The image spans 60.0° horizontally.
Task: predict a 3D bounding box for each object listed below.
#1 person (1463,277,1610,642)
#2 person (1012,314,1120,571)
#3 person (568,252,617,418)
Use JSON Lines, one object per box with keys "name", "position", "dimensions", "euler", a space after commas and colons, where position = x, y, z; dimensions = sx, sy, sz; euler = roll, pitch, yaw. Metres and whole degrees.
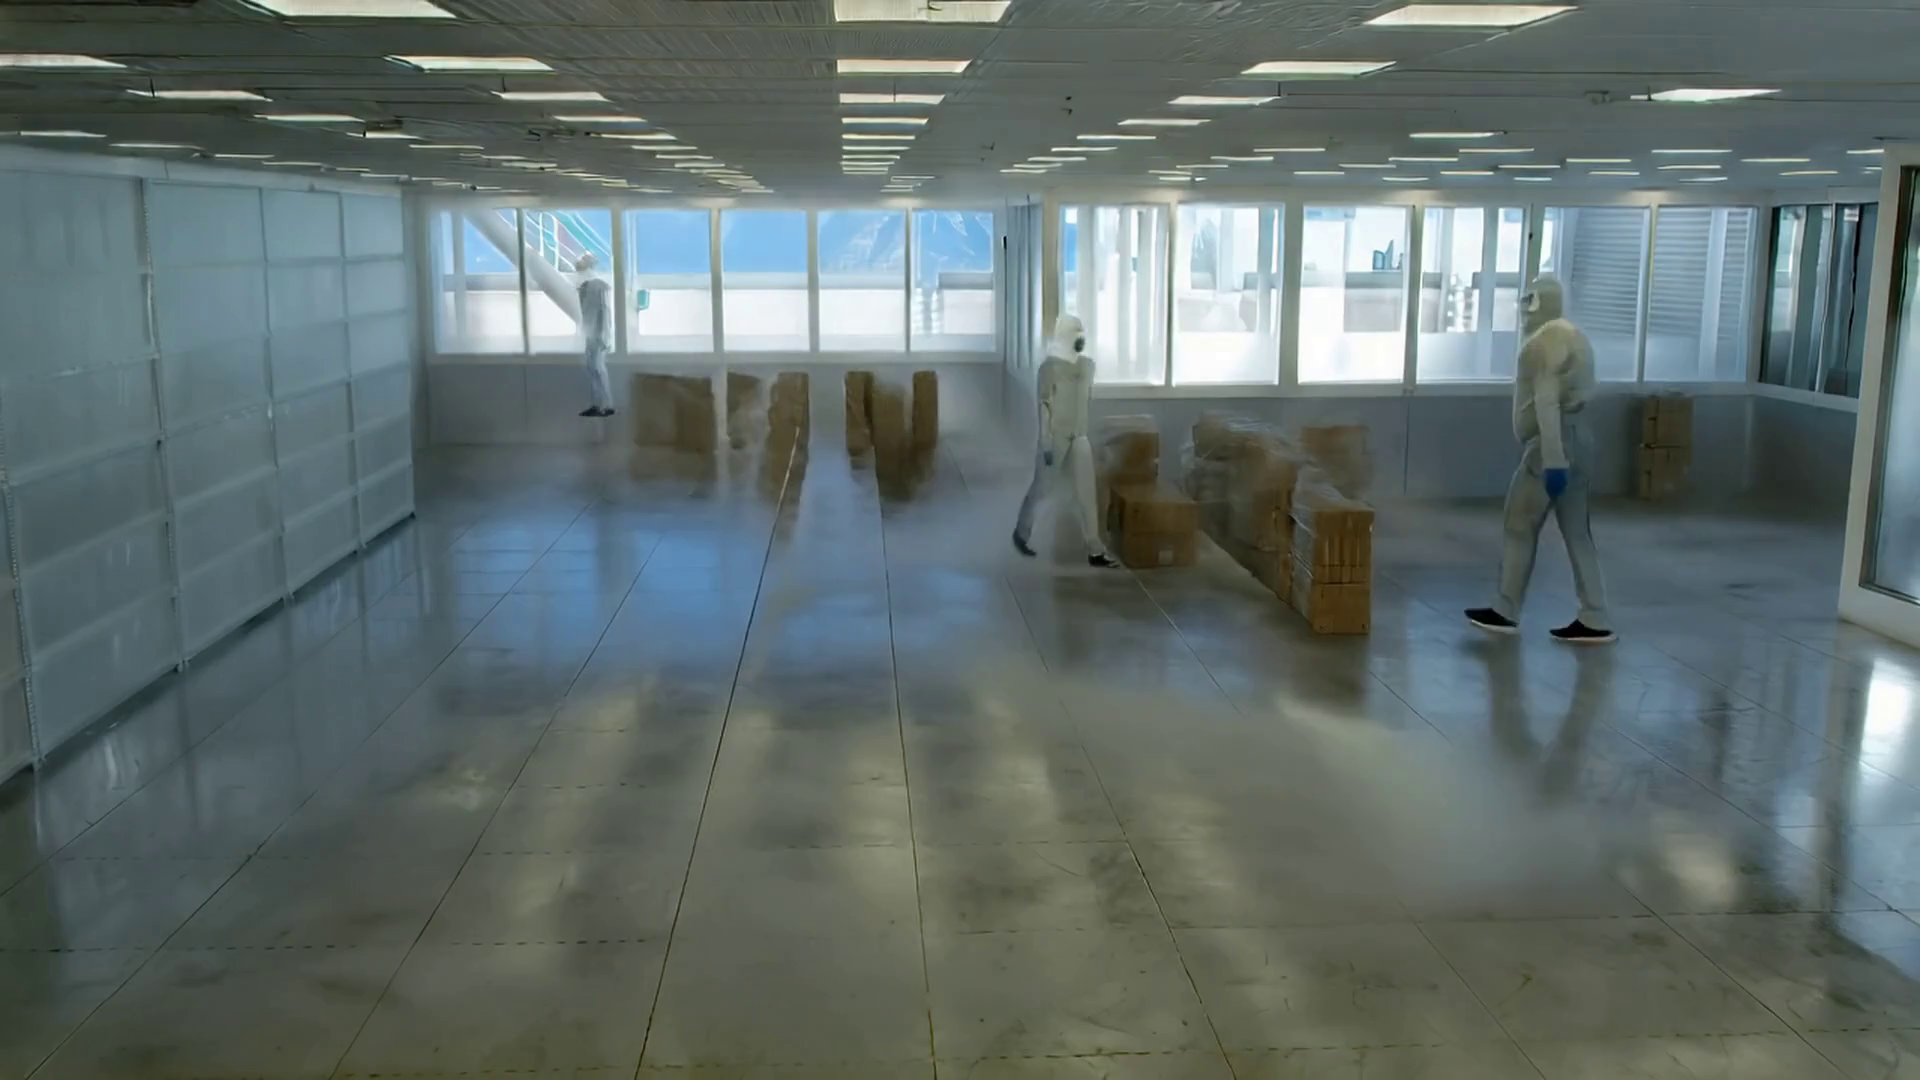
{"name": "person", "position": [3.038, -0.415, 8.597], "dimensions": [0.872, 1.843, 0.659], "euler": [10, 14, 43]}
{"name": "person", "position": [0.627, -0.632, 10.460], "dimensions": [0.514, 1.588, 0.859], "euler": [-8, 13, -38]}
{"name": "person", "position": [-4.120, -2.299, 18.724], "dimensions": [0.372, 1.856, 0.659], "euler": [-10, 15, -44]}
